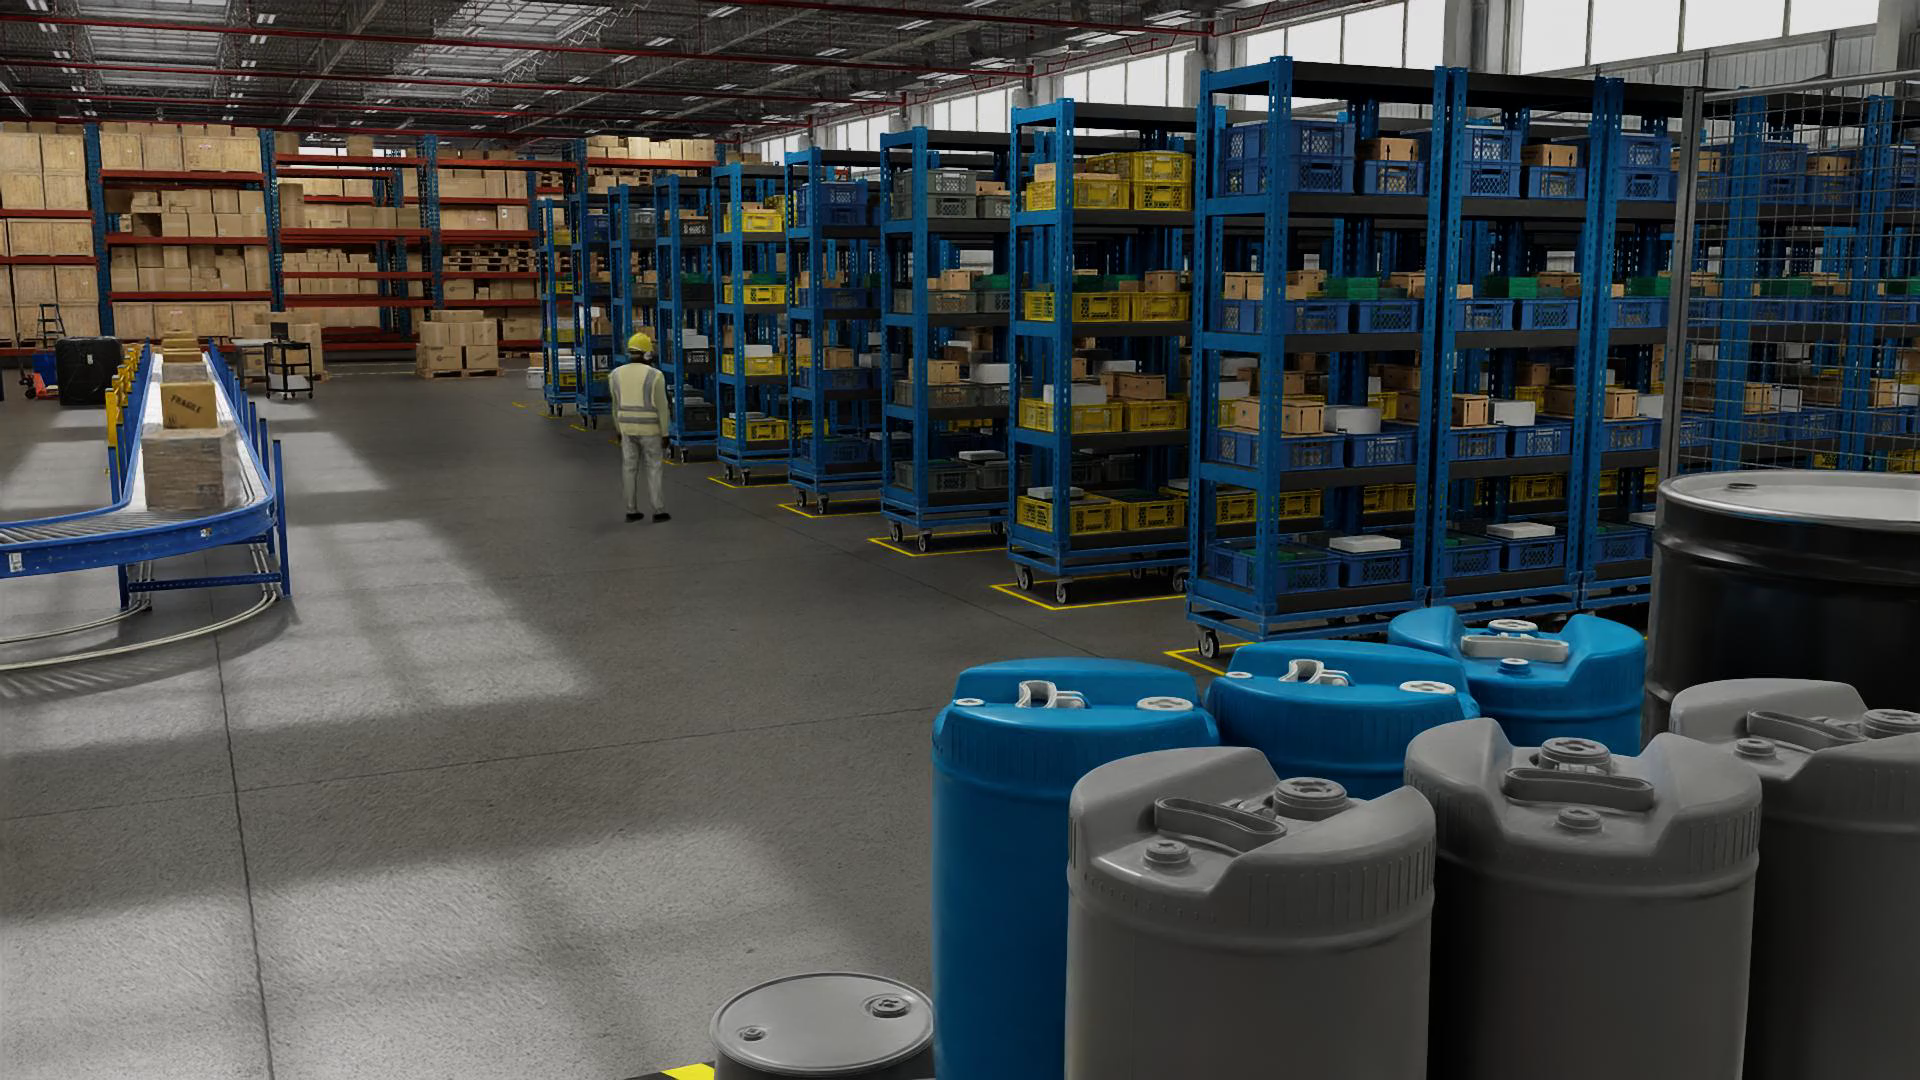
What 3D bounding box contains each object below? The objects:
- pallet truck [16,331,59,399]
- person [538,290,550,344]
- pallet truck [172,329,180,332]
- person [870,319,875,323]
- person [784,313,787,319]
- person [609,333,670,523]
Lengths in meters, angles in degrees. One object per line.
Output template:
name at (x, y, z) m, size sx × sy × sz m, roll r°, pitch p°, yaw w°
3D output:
pallet truck at (-17.082, -3.353, 31.781) m, size 1.630 × 1.274 × 0.653 m, roll -4°, pitch 10°, yaw -25°
person at (-11.145, -5.762, 44.777) m, size 0.423 × 1.927 × 0.564 m, roll -5°, pitch 10°, yaw -26°
pallet truck at (-17.275, -3.851, 35.096) m, size 1.601 × 1.201 × 0.680 m, roll 0°, pitch 9°, yaw 1°
person at (-2.628, -6.492, 49.409) m, size 0.615 × 1.889 × 1.011 m, roll 7°, pitch 12°, yaw 37°
person at (-5.009, -6.283, 48.517) m, size 0.314 × 1.768 × 0.527 m, roll -4°, pitch 10°, yaw -23°
person at (-3.050, -1.065, 15.949) m, size 0.596 × 1.830 × 0.404 m, roll 3°, pitch 10°, yaw 15°
